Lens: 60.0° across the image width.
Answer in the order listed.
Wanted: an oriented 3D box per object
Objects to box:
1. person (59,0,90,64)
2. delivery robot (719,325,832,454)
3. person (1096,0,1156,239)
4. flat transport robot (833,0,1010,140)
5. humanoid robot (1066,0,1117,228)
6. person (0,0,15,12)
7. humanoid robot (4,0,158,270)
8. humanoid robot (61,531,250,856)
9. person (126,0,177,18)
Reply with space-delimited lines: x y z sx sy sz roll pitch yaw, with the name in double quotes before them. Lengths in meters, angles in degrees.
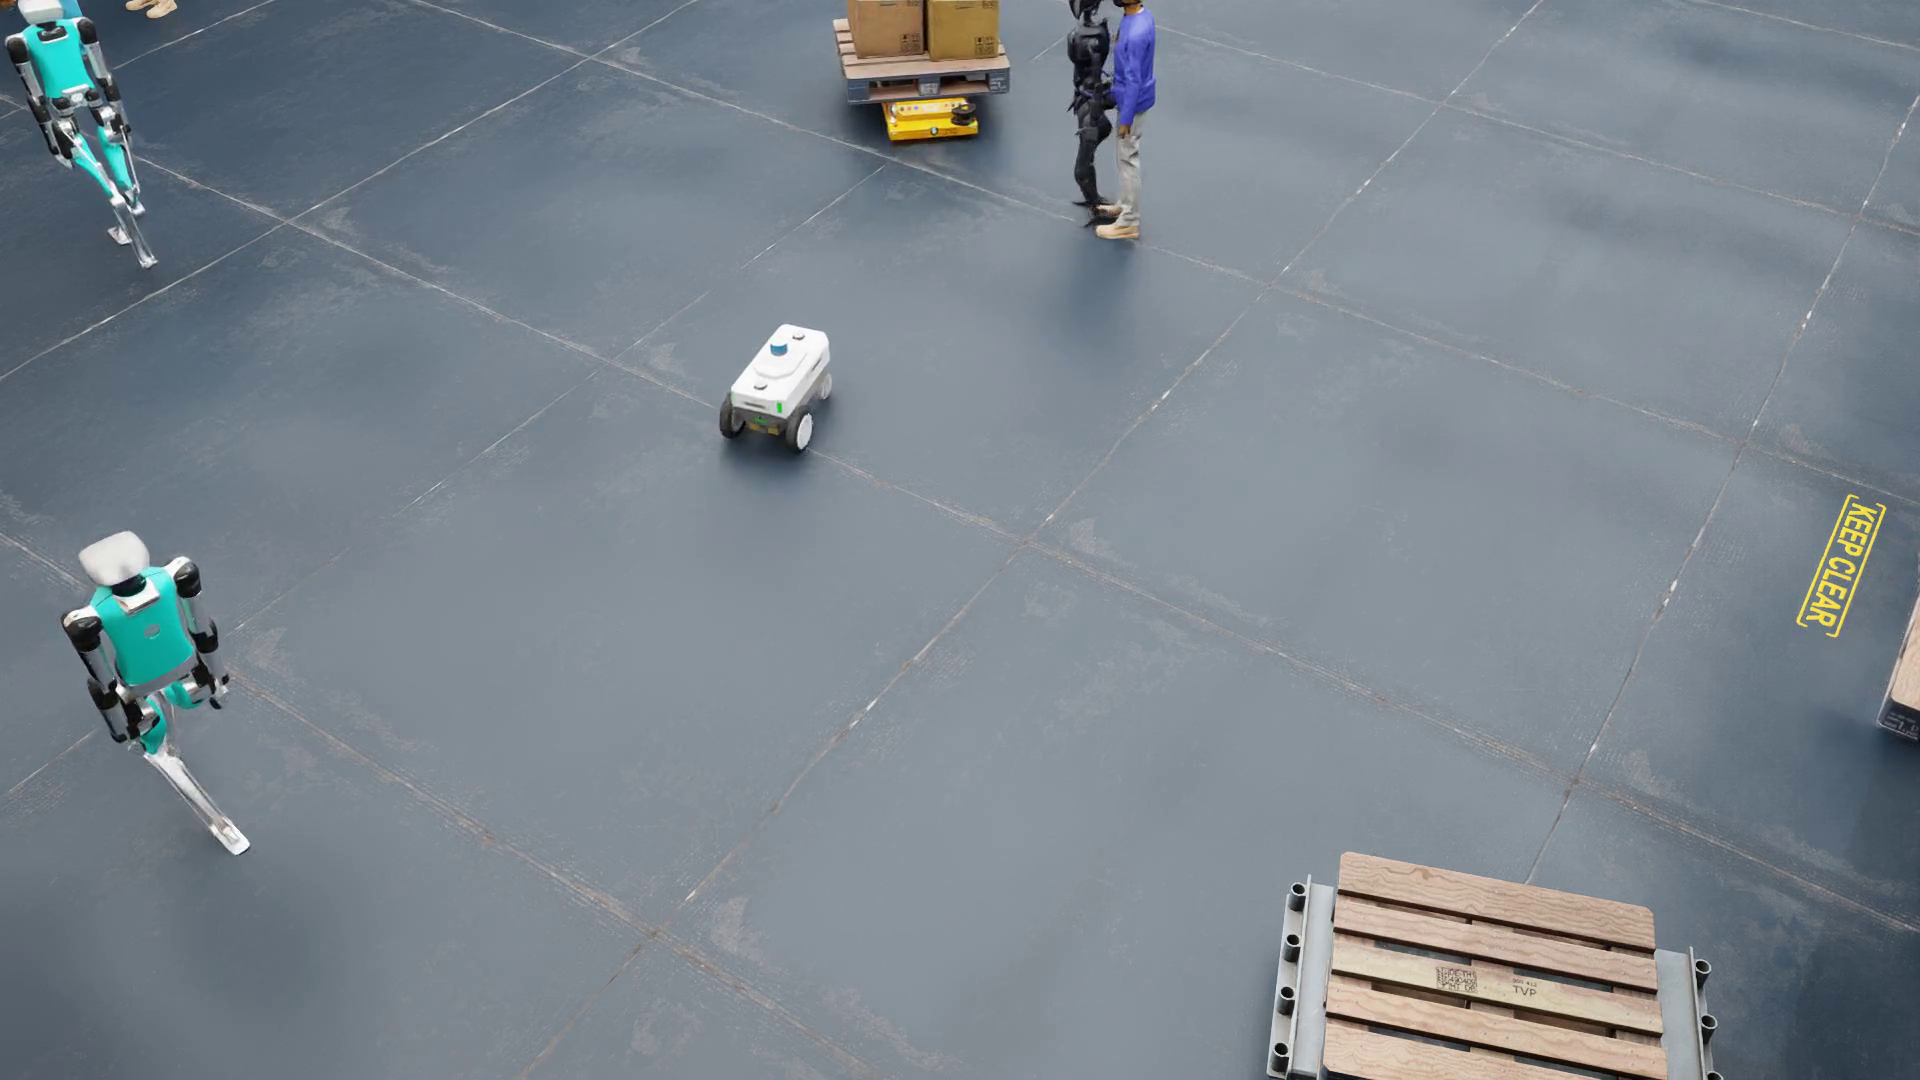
"person" -7.019 -4.536 12.678 0.391 1.837 0.562 -22 46 -22
"delivery robot" -1.027 -0.913 9.563 0.499 0.563 0.738 14 44 15
"person" 1.074 -2.838 10.762 0.369 1.866 0.468 2 42 3
"flat transport robot" -0.300 -3.479 12.673 0.659 0.231 1.431 -6 42 -7
"humanoid robot" 0.848 -2.847 10.910 0.311 1.651 0.608 -6 42 -7
"person" -8.090 -5.177 13.389 0.486 1.852 0.618 -2 42 -2
"humanoid robot" -5.384 -2.461 10.474 0.534 1.770 1.027 -31 50 -30
"humanoid robot" -3.513 0.539 7.088 0.987 1.759 0.548 31 50 30
"person" -6.739 -5.088 13.362 0.483 1.748 0.320 26 48 26
